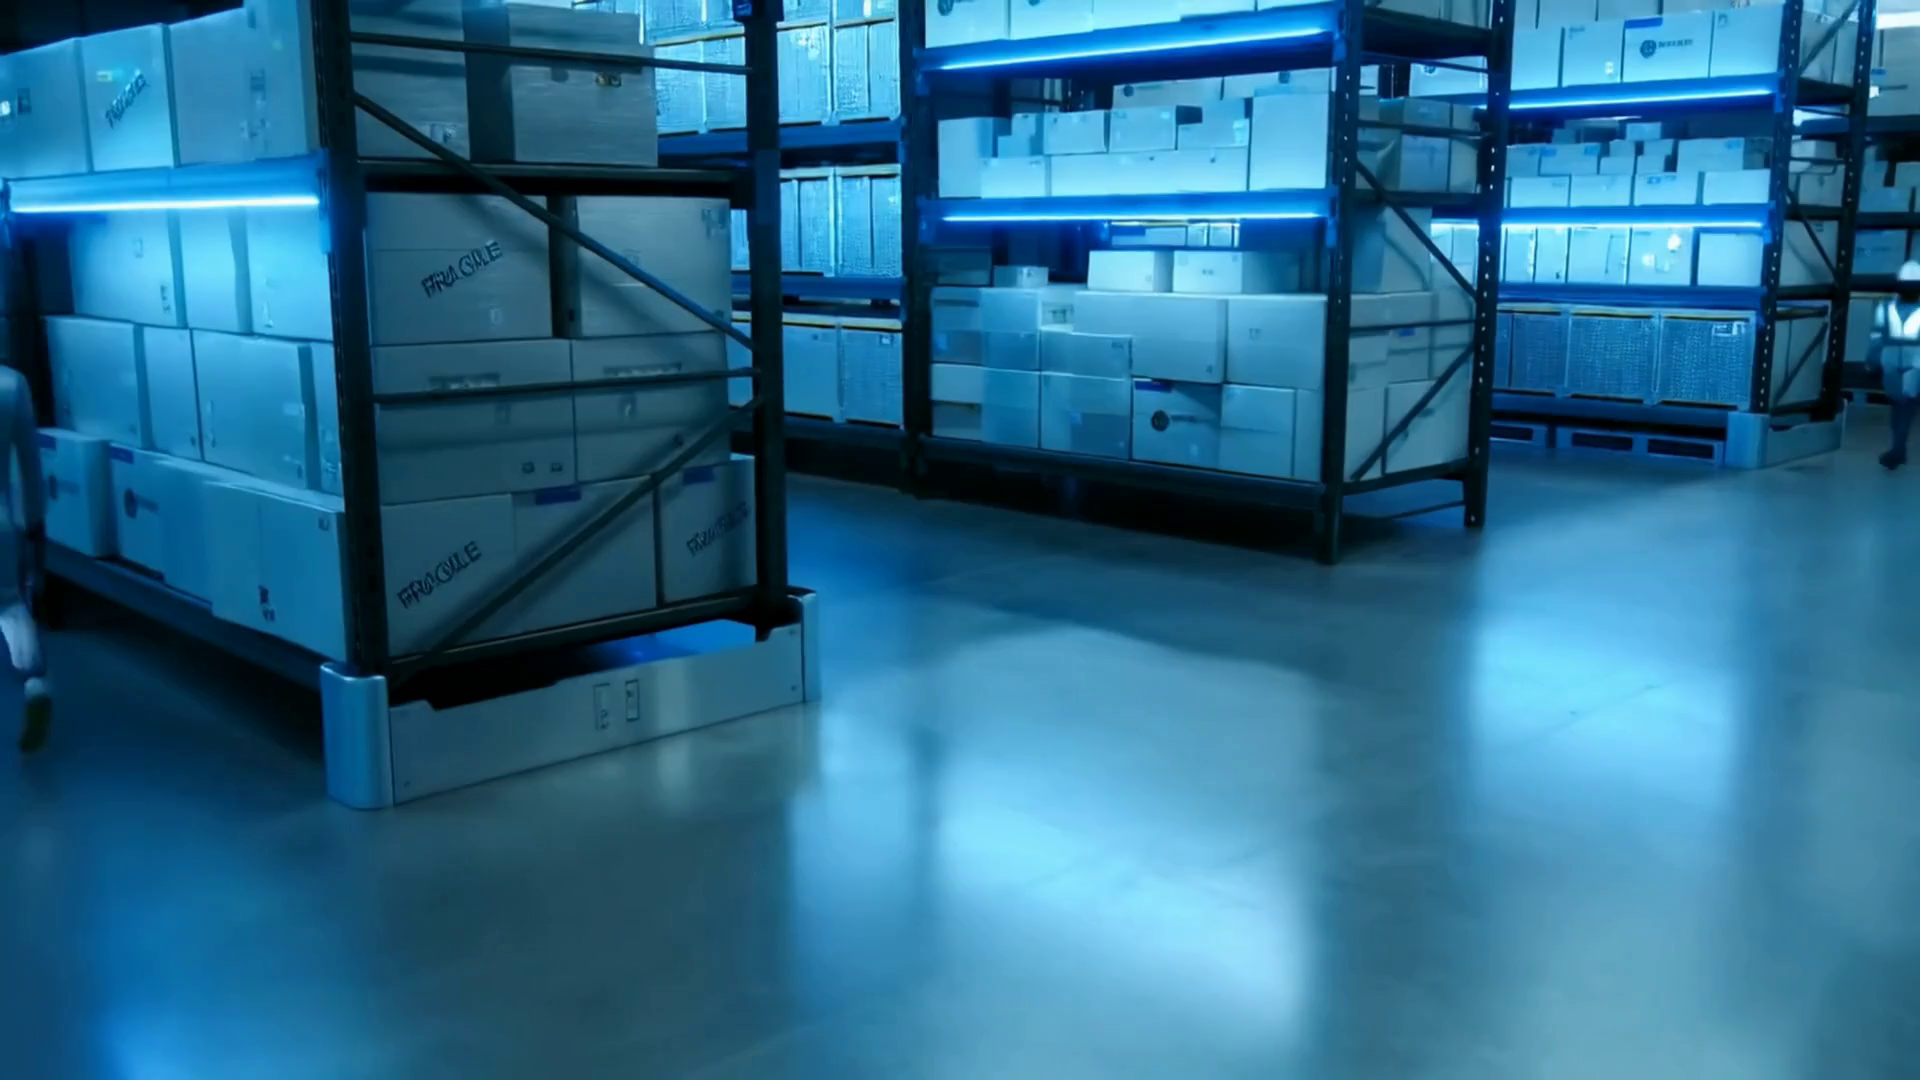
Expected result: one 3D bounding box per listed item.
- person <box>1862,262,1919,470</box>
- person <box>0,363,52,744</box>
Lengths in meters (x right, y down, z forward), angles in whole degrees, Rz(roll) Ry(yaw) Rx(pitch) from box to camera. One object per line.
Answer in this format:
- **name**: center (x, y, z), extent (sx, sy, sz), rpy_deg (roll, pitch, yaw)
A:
- **person**: center (8.610, -1.593, 15.249), extent (0.563, 1.880, 1.003), rpy_deg (10, 14, 42)
- **person**: center (-4.077, -0.093, 6.861), extent (0.621, 1.972, 0.769), rpy_deg (-10, 14, -44)
